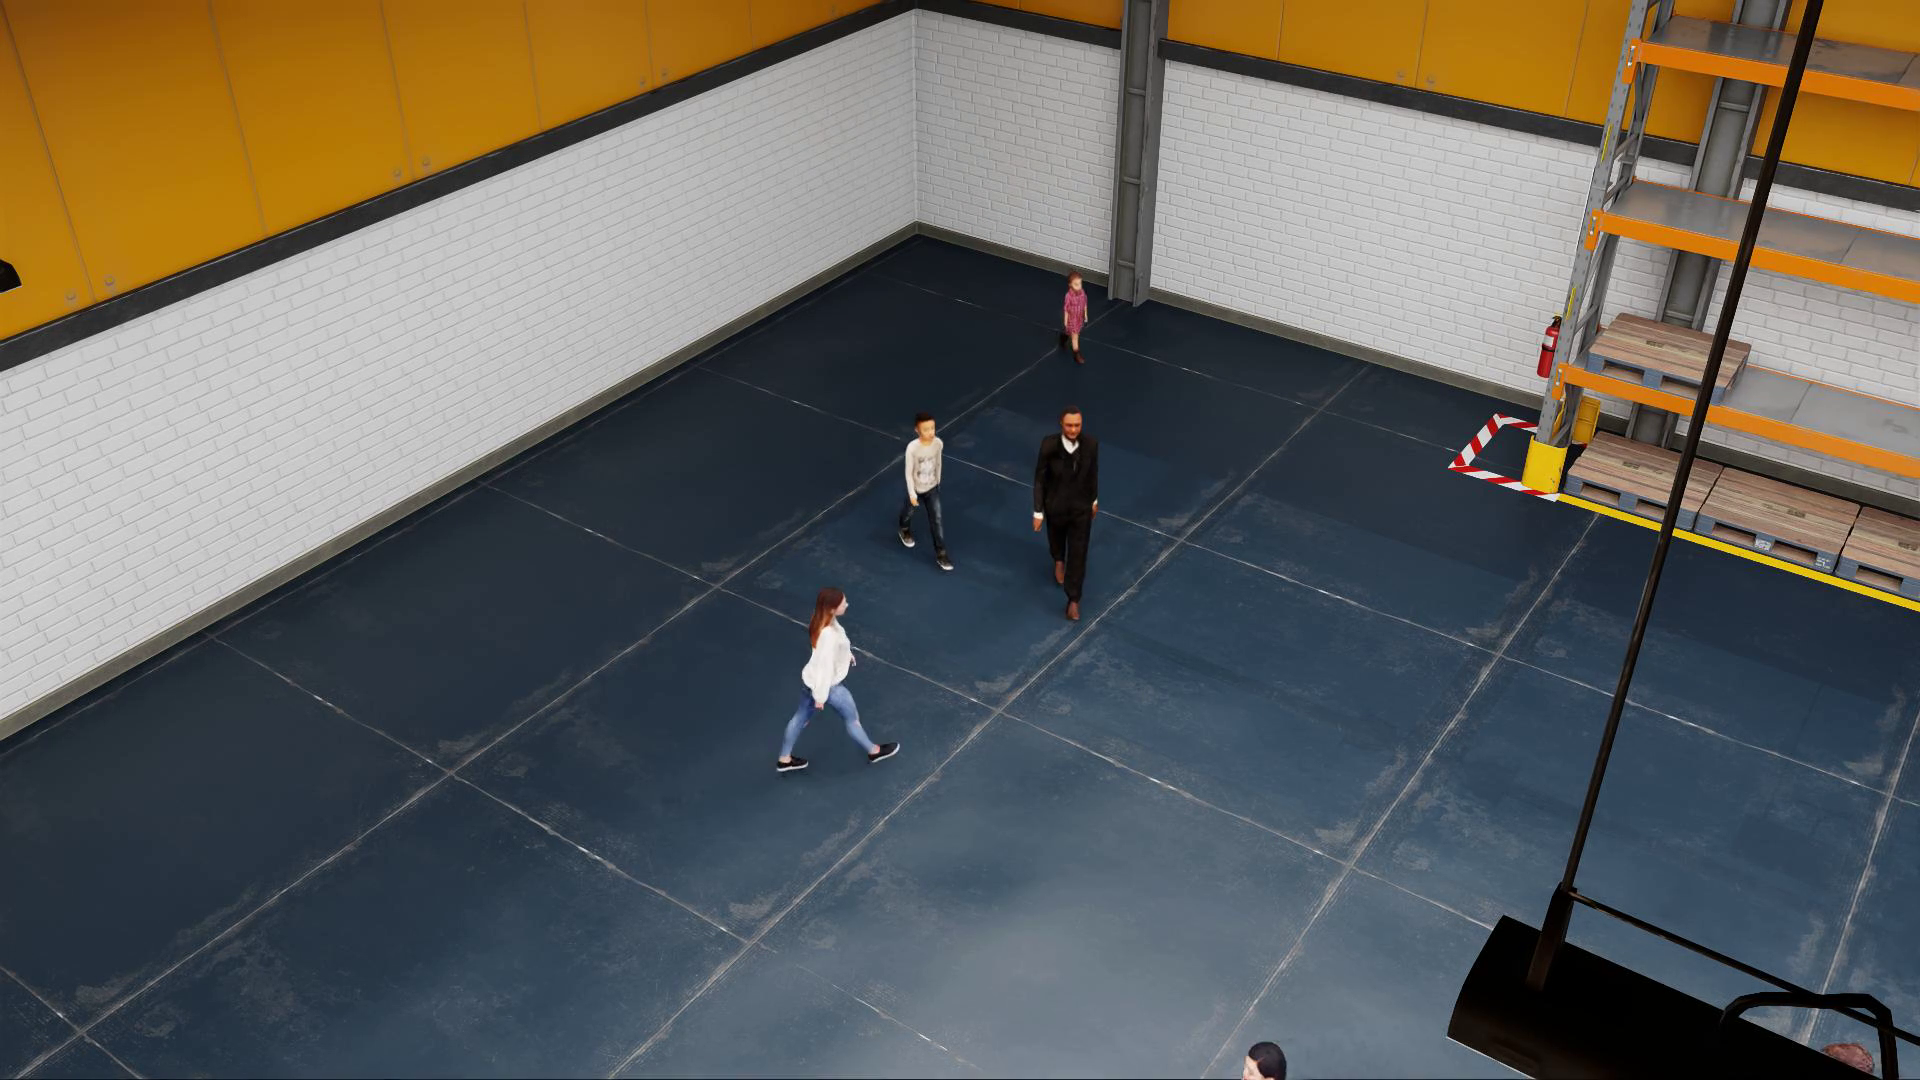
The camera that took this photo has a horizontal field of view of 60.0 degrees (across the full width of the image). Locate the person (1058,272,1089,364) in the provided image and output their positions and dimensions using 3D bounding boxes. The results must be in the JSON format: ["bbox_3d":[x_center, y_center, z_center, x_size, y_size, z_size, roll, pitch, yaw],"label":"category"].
[{"bbox_3d":[1.234,-2.454,18.059,0.555,1.009,0.746,-21,39,-29],"label":"person"}]

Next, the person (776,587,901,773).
[{"bbox_3d":[-1.071,1.077,12.183,1.131,1.634,1.170,-11,35,-16],"label":"person"}]

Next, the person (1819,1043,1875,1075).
[{"bbox_3d":[4.432,3.316,8.528,0.635,1.950,0.709,25,41,32],"label":"person"}]

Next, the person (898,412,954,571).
[{"bbox_3d":[-0.374,-0.493,14.726,0.864,1.432,1.089,-16,37,-23],"label":"person"}]

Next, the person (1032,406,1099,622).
[{"bbox_3d":[0.894,-0.332,14.096,1.308,1.861,1.269,-1,34,-1],"label":"person"}]
